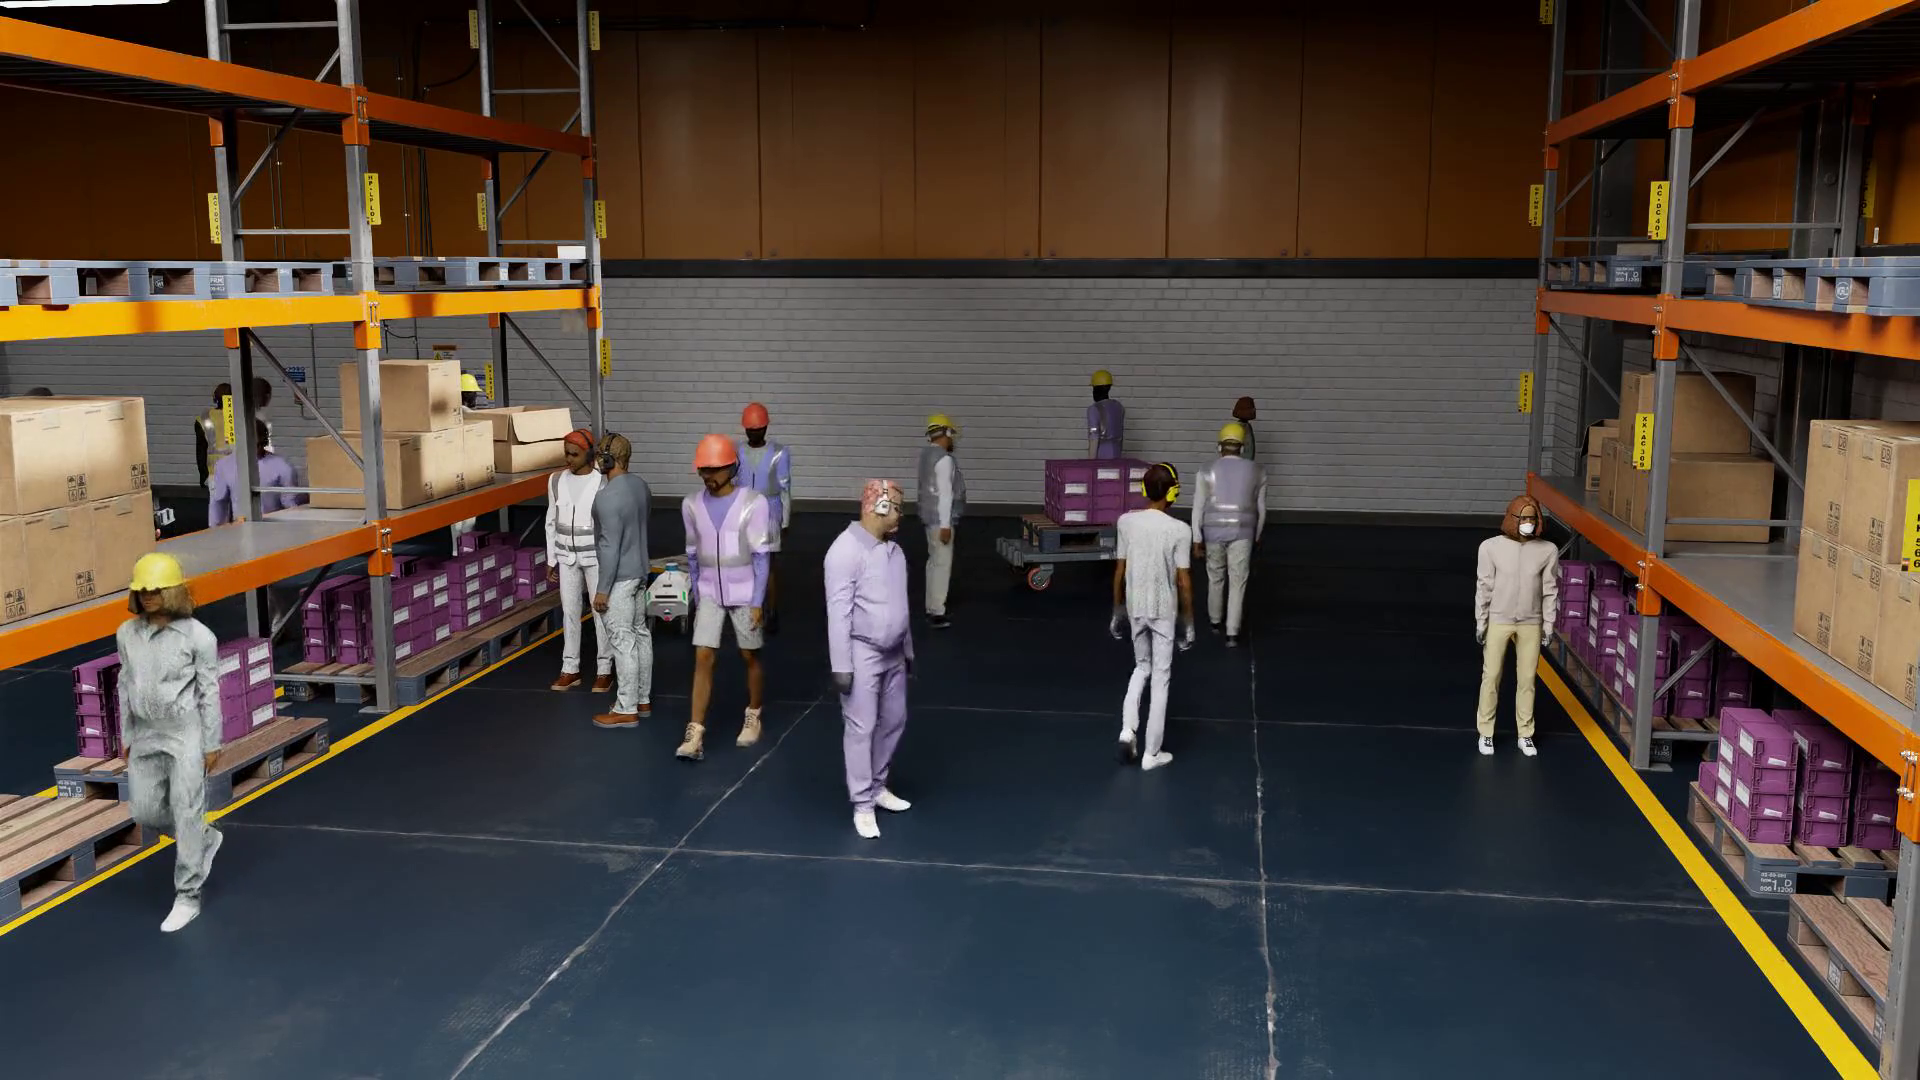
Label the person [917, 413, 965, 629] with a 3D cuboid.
[{"bbox_3d":[-0.138,-0.163,14.067,0.406,1.793,0.743,-3,10,-16],"label":"person"}]

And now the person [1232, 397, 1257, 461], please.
[{"bbox_3d":[3.079,-0.737,18.039,0.275,1.636,0.507,3,10,19],"label":"person"}]

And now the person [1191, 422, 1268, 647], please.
[{"bbox_3d":[2.163,-0.050,13.407,0.594,1.774,0.934,2,9,11],"label":"person"}]

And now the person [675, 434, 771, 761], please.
[{"bbox_3d":[-1.462,0.359,10.181,0.621,1.994,1.013,2,9,14],"label":"person"}]

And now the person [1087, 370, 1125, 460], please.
[{"bbox_3d":[1.545,-0.877,18.005,0.387,1.927,0.589,8,12,40],"label":"person"}]

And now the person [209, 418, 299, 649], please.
[{"bbox_3d":[-5.410,-0.014,12.843,0.647,1.892,1.033,1,9,5],"label":"person"}]

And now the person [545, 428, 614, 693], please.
[{"bbox_3d":[-2.675,0.147,11.814,0.573,1.887,0.354,2,9,12],"label":"person"}]

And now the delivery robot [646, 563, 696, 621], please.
[{"bbox_3d":[-2.394,0.435,13.847,0.477,0.478,0.707,0,9,-1],"label":"delivery robot"}]

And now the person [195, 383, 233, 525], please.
[{"bbox_3d":[-7.527,-0.697,17.160,0.633,1.843,0.429,-5,11,-29],"label":"person"}]

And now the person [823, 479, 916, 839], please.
[{"bbox_3d":[-0.481,0.625,8.892,0.440,1.888,0.697,6,11,32],"label":"person"}]

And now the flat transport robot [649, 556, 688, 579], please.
[{"bbox_3d":[-2.483,0.330,15.654,1.431,0.197,0.652,8,12,40],"label":"flat transport robot"}]

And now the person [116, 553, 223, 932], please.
[{"bbox_3d":[-3.605,0.892,7.680,0.496,1.729,0.526,2,9,10],"label":"person"}]

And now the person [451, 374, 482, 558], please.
[{"bbox_3d":[-5.122,-0.756,17.260,0.383,1.928,0.588,-8,12,-40],"label":"person"}]

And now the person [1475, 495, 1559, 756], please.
[{"bbox_3d":[3.426,0.528,10.269,0.496,1.629,0.277,1,9,4],"label":"person"}]

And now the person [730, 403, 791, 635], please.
[{"bbox_3d":[-1.685,-0.168,13.714,0.549,1.909,0.710,1,9,6],"label":"person"}]

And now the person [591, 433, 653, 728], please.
[{"bbox_3d":[-2.233,0.264,10.933,0.373,1.940,0.628,2,9,11],"label":"person"}]

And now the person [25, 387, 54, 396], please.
[{"bbox_3d":[-7.584,-0.261,13.858,0.688,2.000,0.536,3,10,16],"label":"person"}]

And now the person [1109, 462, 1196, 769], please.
[{"bbox_3d":[1.164,0.458,9.990,0.544,1.856,0.402,6,11,33],"label":"person"}]

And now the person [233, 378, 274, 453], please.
[{"bbox_3d":[-7.116,-0.679,16.832,0.524,1.908,0.679,-8,12,-42],"label":"person"}]
